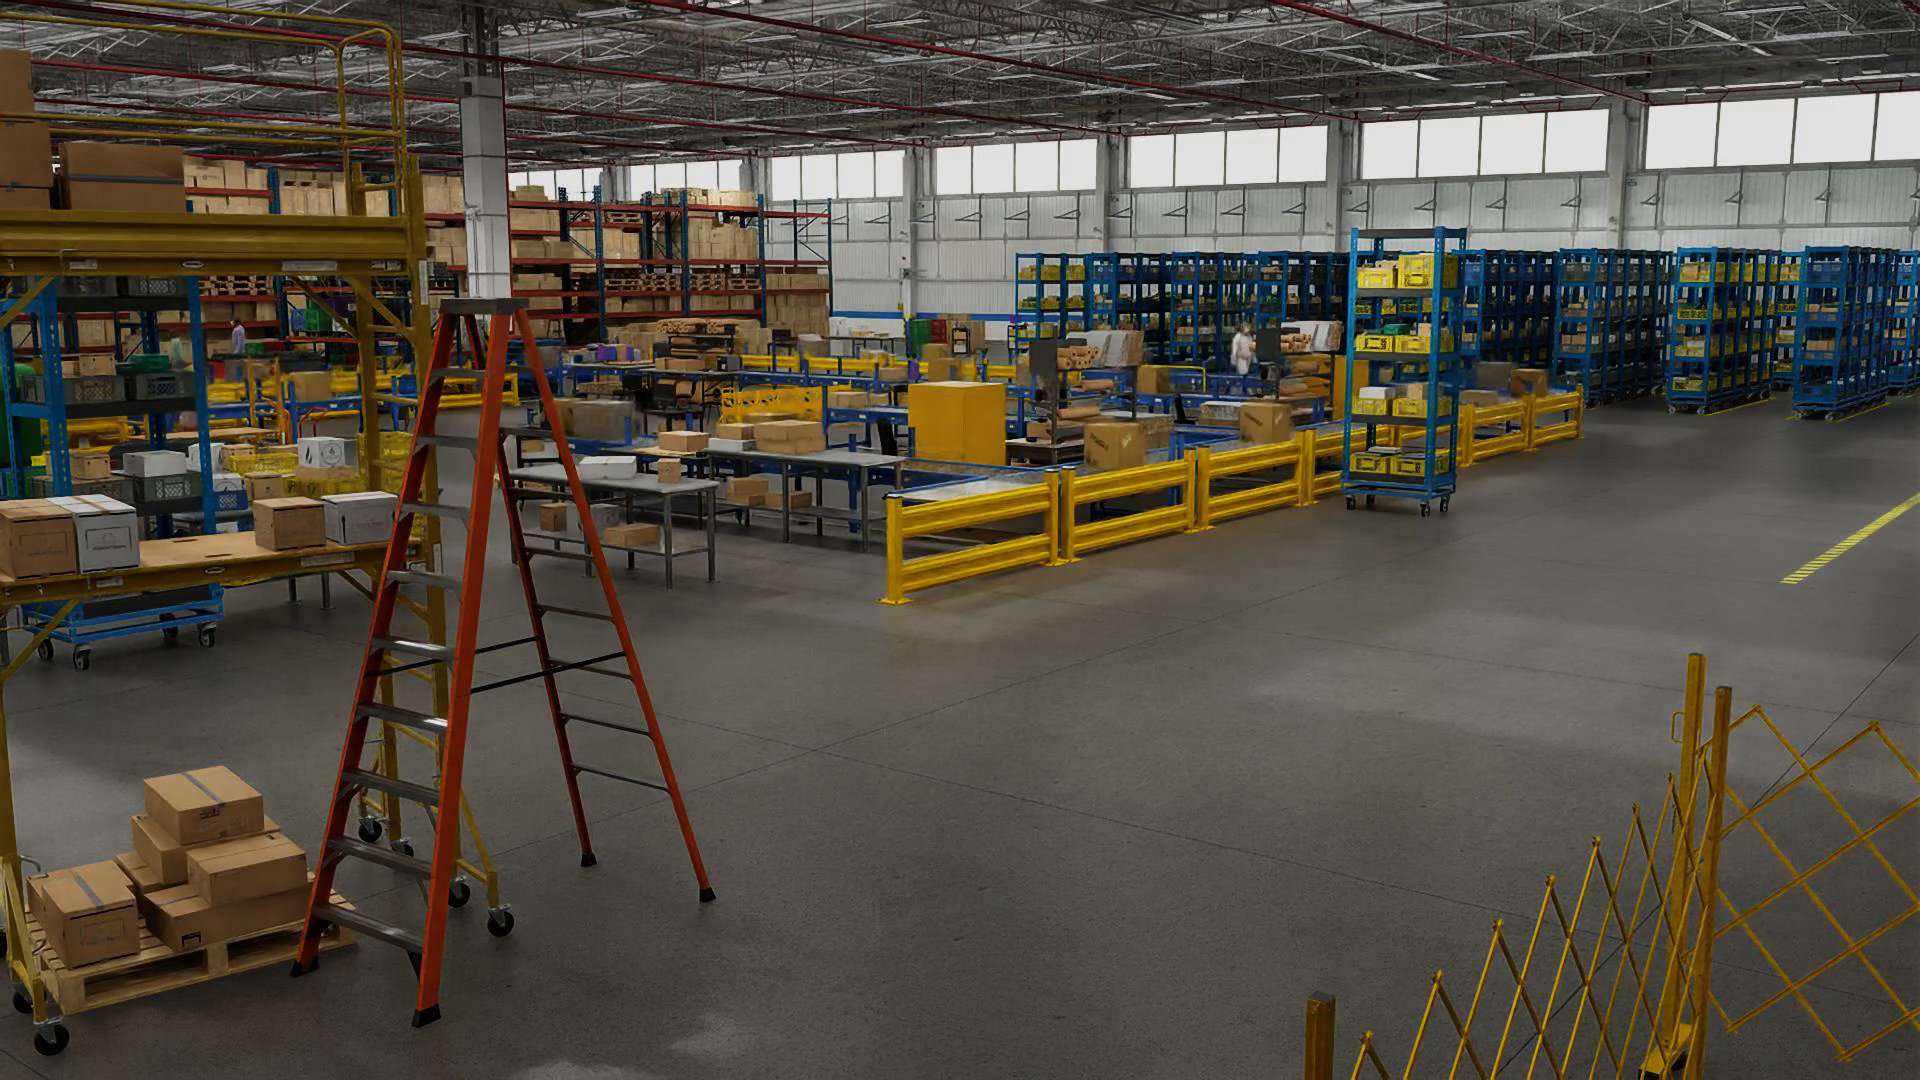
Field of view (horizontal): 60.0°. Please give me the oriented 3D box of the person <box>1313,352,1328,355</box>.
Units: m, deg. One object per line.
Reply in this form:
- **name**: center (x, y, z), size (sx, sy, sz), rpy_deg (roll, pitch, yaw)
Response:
- **person**: center (7.931, -3.731, 36.620), size (0.676, 1.815, 0.604), rpy_deg (7, 12, 38)

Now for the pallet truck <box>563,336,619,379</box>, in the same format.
- **pallet truck**: center (-10.690, -5.294, 48.215), size (1.601, 1.201, 0.680), rpy_deg (-5, 10, -26)

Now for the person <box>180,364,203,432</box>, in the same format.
- **person**: center (-10.932, -1.627, 23.668), size (0.532, 1.747, 0.478), rpy_deg (7, 11, 36)

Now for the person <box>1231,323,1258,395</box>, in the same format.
- **person**: center (6.866, -4.265, 39.828), size (0.674, 1.851, 0.980), rpy_deg (-8, 12, -42)

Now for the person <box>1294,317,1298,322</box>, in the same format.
- **person**: center (10.278, -6.051, 50.606), size (0.413, 1.985, 0.611), rpy_deg (7, 11, 36)

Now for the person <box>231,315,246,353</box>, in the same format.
- **person**: center (-19.141, -4.996, 44.144), size (0.372, 1.940, 0.630), rpy_deg (-5, 10, -28)

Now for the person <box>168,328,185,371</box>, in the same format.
- **person**: center (-20.911, -4.837, 44.242), size (0.862, 1.587, 0.522), rpy_deg (-7, 12, -38)

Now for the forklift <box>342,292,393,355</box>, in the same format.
- **forklift**: center (-16.485, -5.622, 45.120), size (1.129, 2.768, 1.873), rpy_deg (7, 11, 37)

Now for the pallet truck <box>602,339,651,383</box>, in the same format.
- **pallet truck**: center (-8.991, -4.871, 45.351), size (0.653, 1.274, 1.630), rpy_deg (7, 11, 37)
